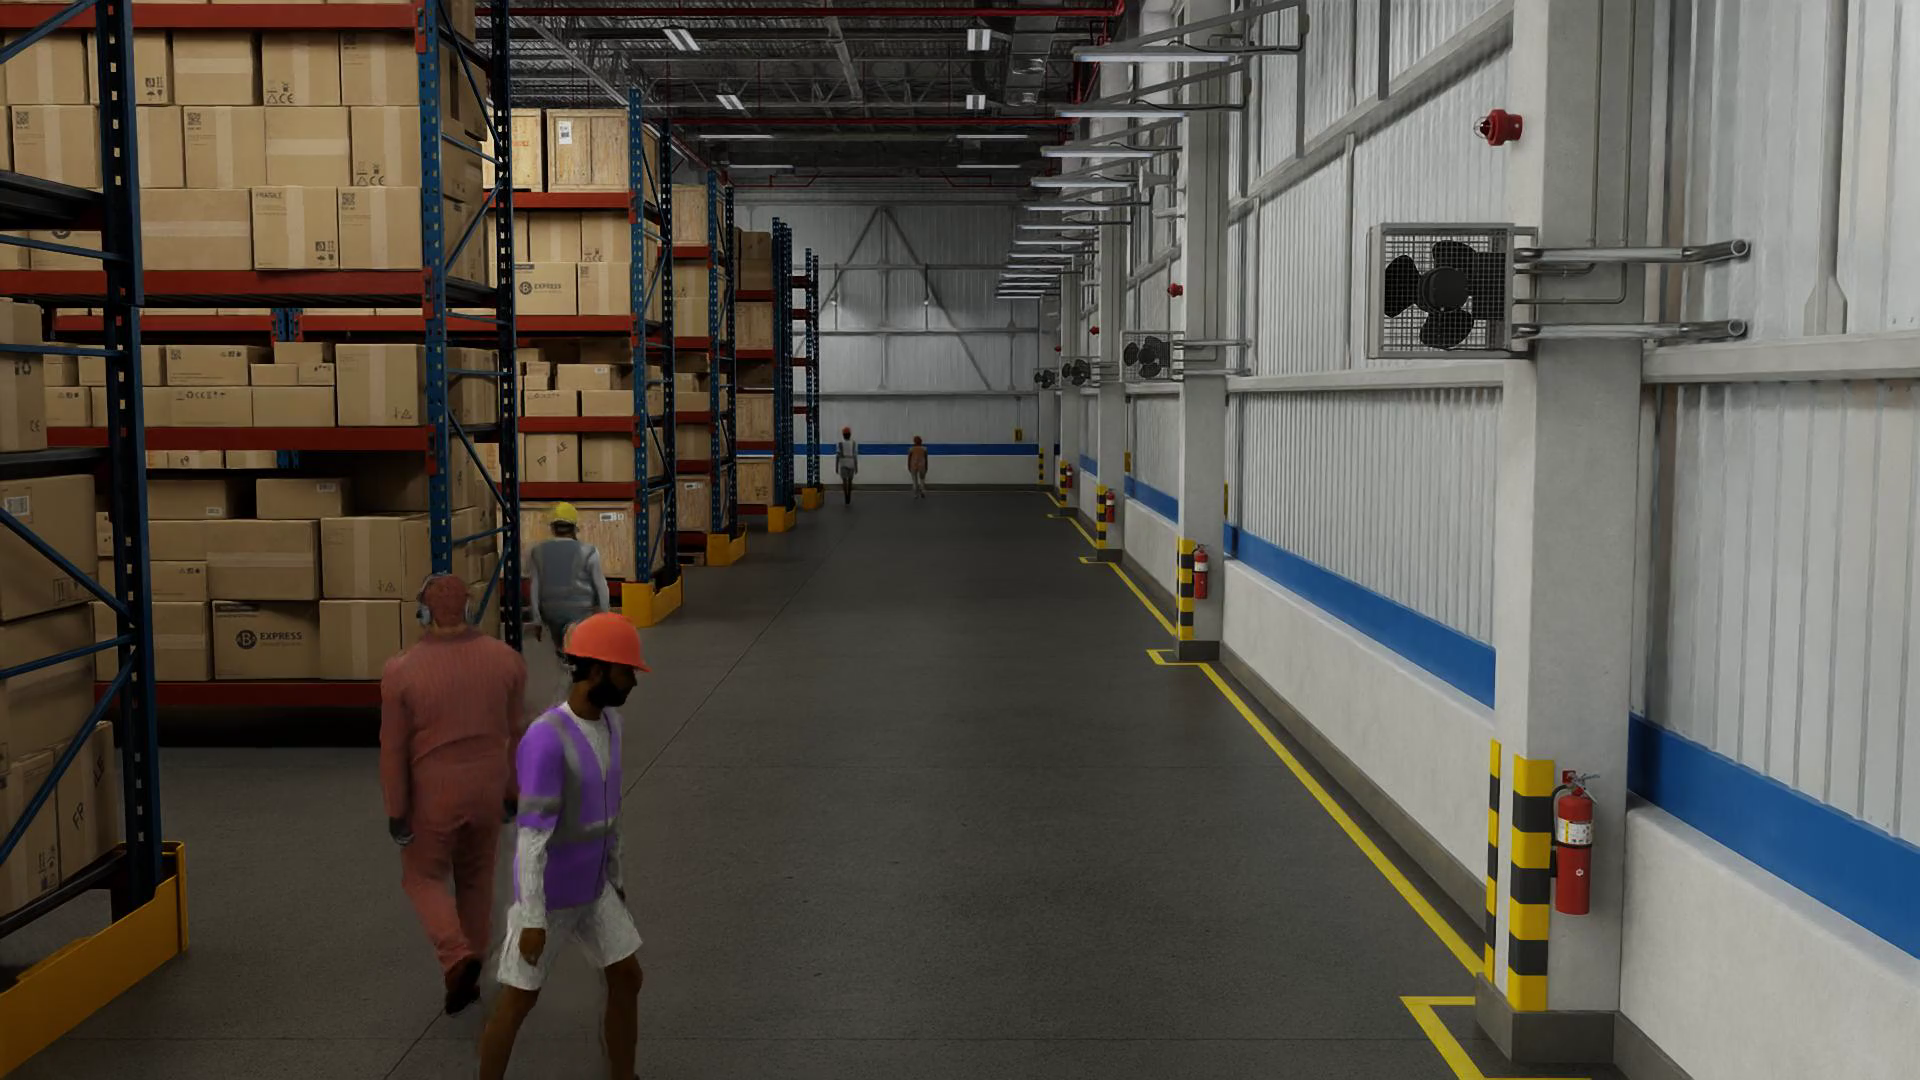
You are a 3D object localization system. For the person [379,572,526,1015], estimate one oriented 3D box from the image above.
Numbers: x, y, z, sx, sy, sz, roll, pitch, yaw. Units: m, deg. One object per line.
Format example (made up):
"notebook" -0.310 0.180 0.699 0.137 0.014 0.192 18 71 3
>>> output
"person" -2.134 1.080 7.078 0.642 1.884 0.605 -4 6 -37

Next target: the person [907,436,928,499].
"person" -1.099 -1.874 42.993 0.538 1.616 0.513 0 5 -6

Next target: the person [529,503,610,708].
"person" -3.111 0.595 13.297 0.605 1.785 0.930 1 5 13

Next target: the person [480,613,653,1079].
"person" -1.311 1.195 5.723 0.819 1.884 0.653 2 5 19

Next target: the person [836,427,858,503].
"person" -2.783 -1.842 41.063 0.544 1.902 0.907 -1 5 -7
